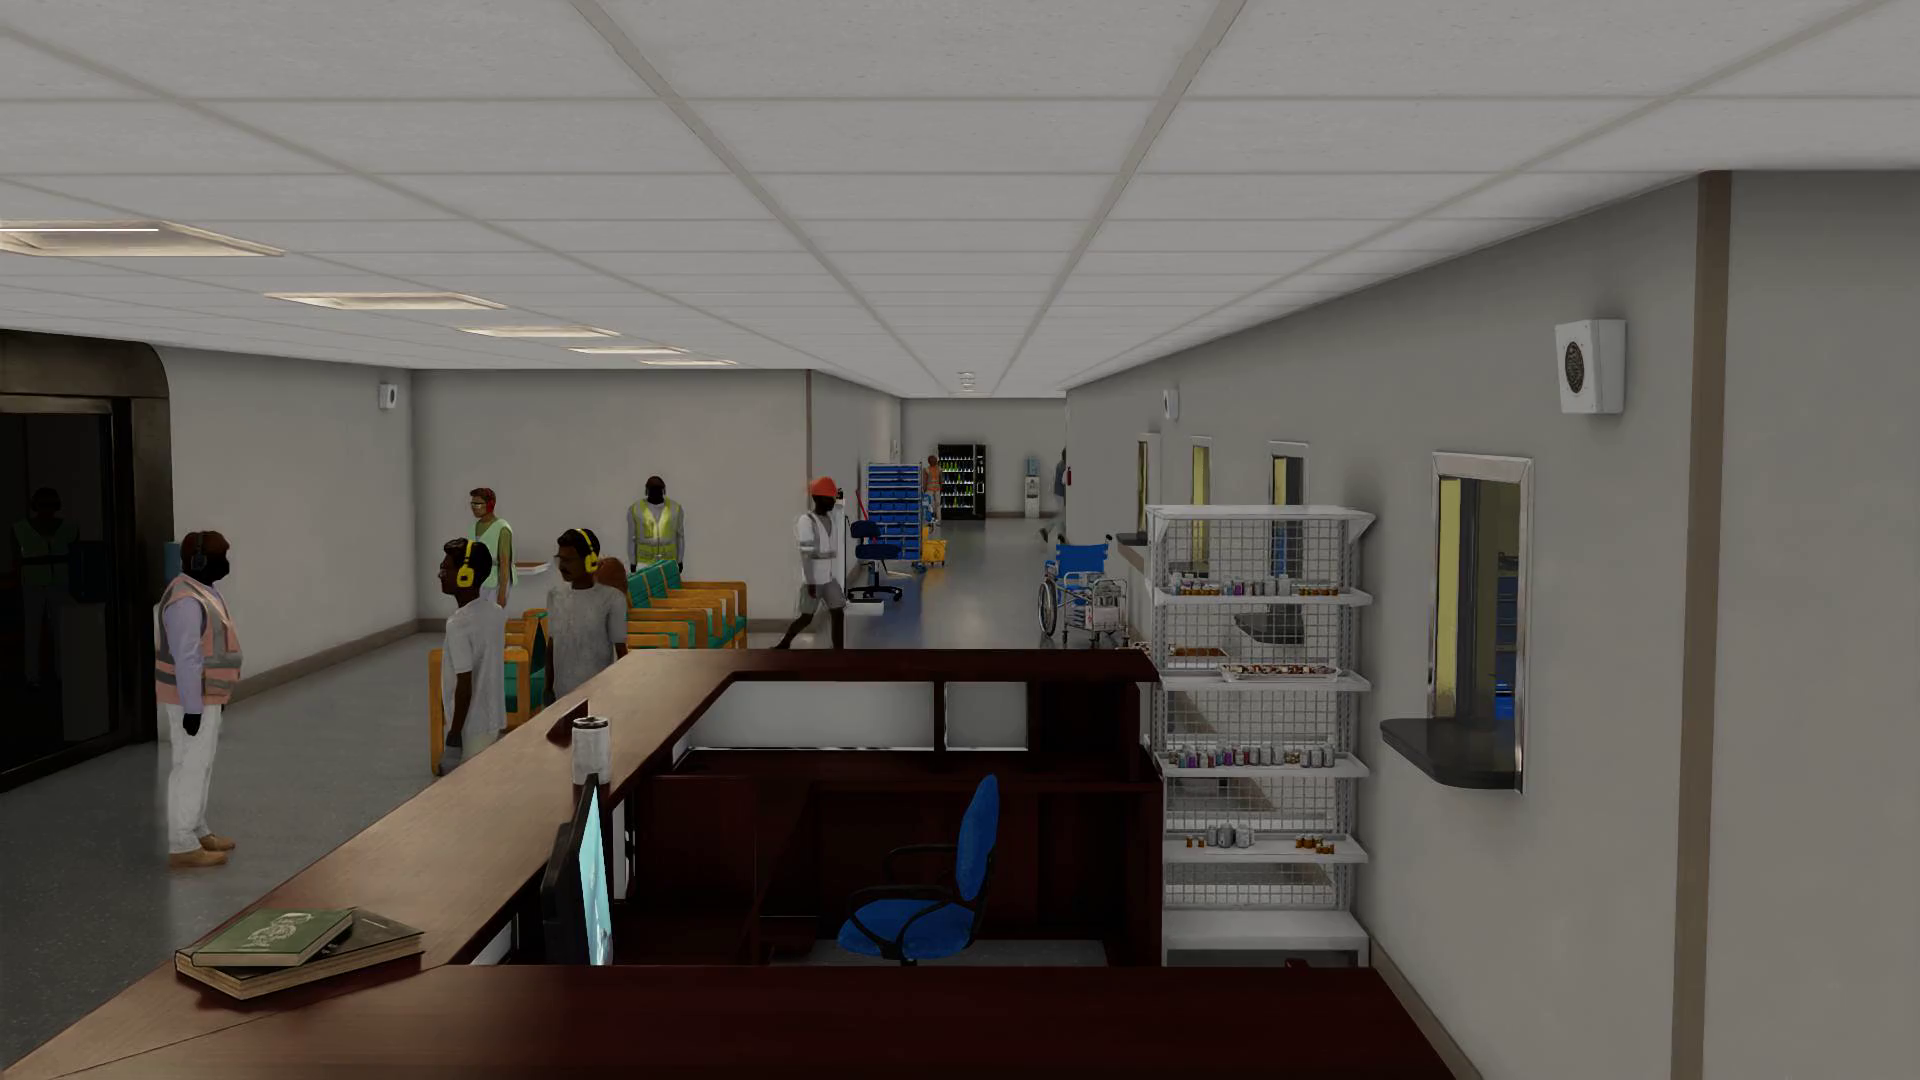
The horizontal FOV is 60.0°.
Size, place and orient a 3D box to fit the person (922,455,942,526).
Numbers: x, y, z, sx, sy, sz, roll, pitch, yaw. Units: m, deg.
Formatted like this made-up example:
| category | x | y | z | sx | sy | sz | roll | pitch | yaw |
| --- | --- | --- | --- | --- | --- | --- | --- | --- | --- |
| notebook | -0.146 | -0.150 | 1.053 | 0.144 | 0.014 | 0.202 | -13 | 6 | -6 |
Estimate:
| category | x | y | z | sx | sy | sz | roll | pitch | yaw |
| --- | --- | --- | --- | --- | --- | --- | --- | --- | --- |
| person | -0.630 | -1.123 | 38.210 | 0.514 | 1.641 | 0.309 | -2 | 5 | -29 |

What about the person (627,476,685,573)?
| category | x | y | z | sx | sy | sz | roll | pitch | yaw |
| --- | --- | --- | --- | --- | --- | --- | --- | --- | --- |
| person | -3.310 | 0.217 | 18.129 | 0.620 | 1.835 | 0.431 | -1 | 4 | -17 |

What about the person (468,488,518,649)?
| category | x | y | z | sx | sy | sz | roll | pitch | yaw |
| --- | --- | --- | --- | --- | --- | --- | --- | --- | --- |
| person | -4.186 | 0.446 | 14.888 | 0.560 | 1.837 | 0.388 | 3 | 5 | 40 |

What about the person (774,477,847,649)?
| category | x | y | z | sx | sy | sz | roll | pitch | yaw |
| --- | --- | --- | --- | --- | --- | --- | --- | --- | --- |
| person | -1.387 | 0.343 | 15.874 | 0.905 | 1.906 | 0.544 | 3 | 5 | 37 |

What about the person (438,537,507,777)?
| category | x | y | z | sx | sy | sz | roll | pitch | yaw |
| --- | --- | --- | --- | --- | --- | --- | --- | --- | --- |
| person | -2.325 | 0.922 | 7.877 | 0.323 | 1.876 | 0.528 | 0 | 4 | 6 |

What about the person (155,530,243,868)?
| category | x | y | z | sx | sy | sz | roll | pitch | yaw |
| --- | --- | --- | --- | --- | --- | --- | --- | --- | --- |
| person | -4.157 | 0.861 | 9.103 | 0.433 | 1.833 | 0.622 | -1 | 4 | -17 |

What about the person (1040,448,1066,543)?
| category | x | y | z | sx | sy | sz | roll | pitch | yaw |
| --- | --- | --- | --- | --- | --- | --- | --- | --- | --- |
| person | 1.919 | -0.864 | 32.662 | 0.684 | 1.922 | 0.643 | -1 | 4 | -8 |

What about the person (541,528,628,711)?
| category | x | y | z | sx | sy | sz | roll | pitch | yaw |
| --- | --- | --- | --- | --- | --- | --- | --- | --- | --- |
| person | -1.988 | 0.866 | 8.775 | 0.520 | 1.865 | 0.332 | 1 | 4 | 20 |
